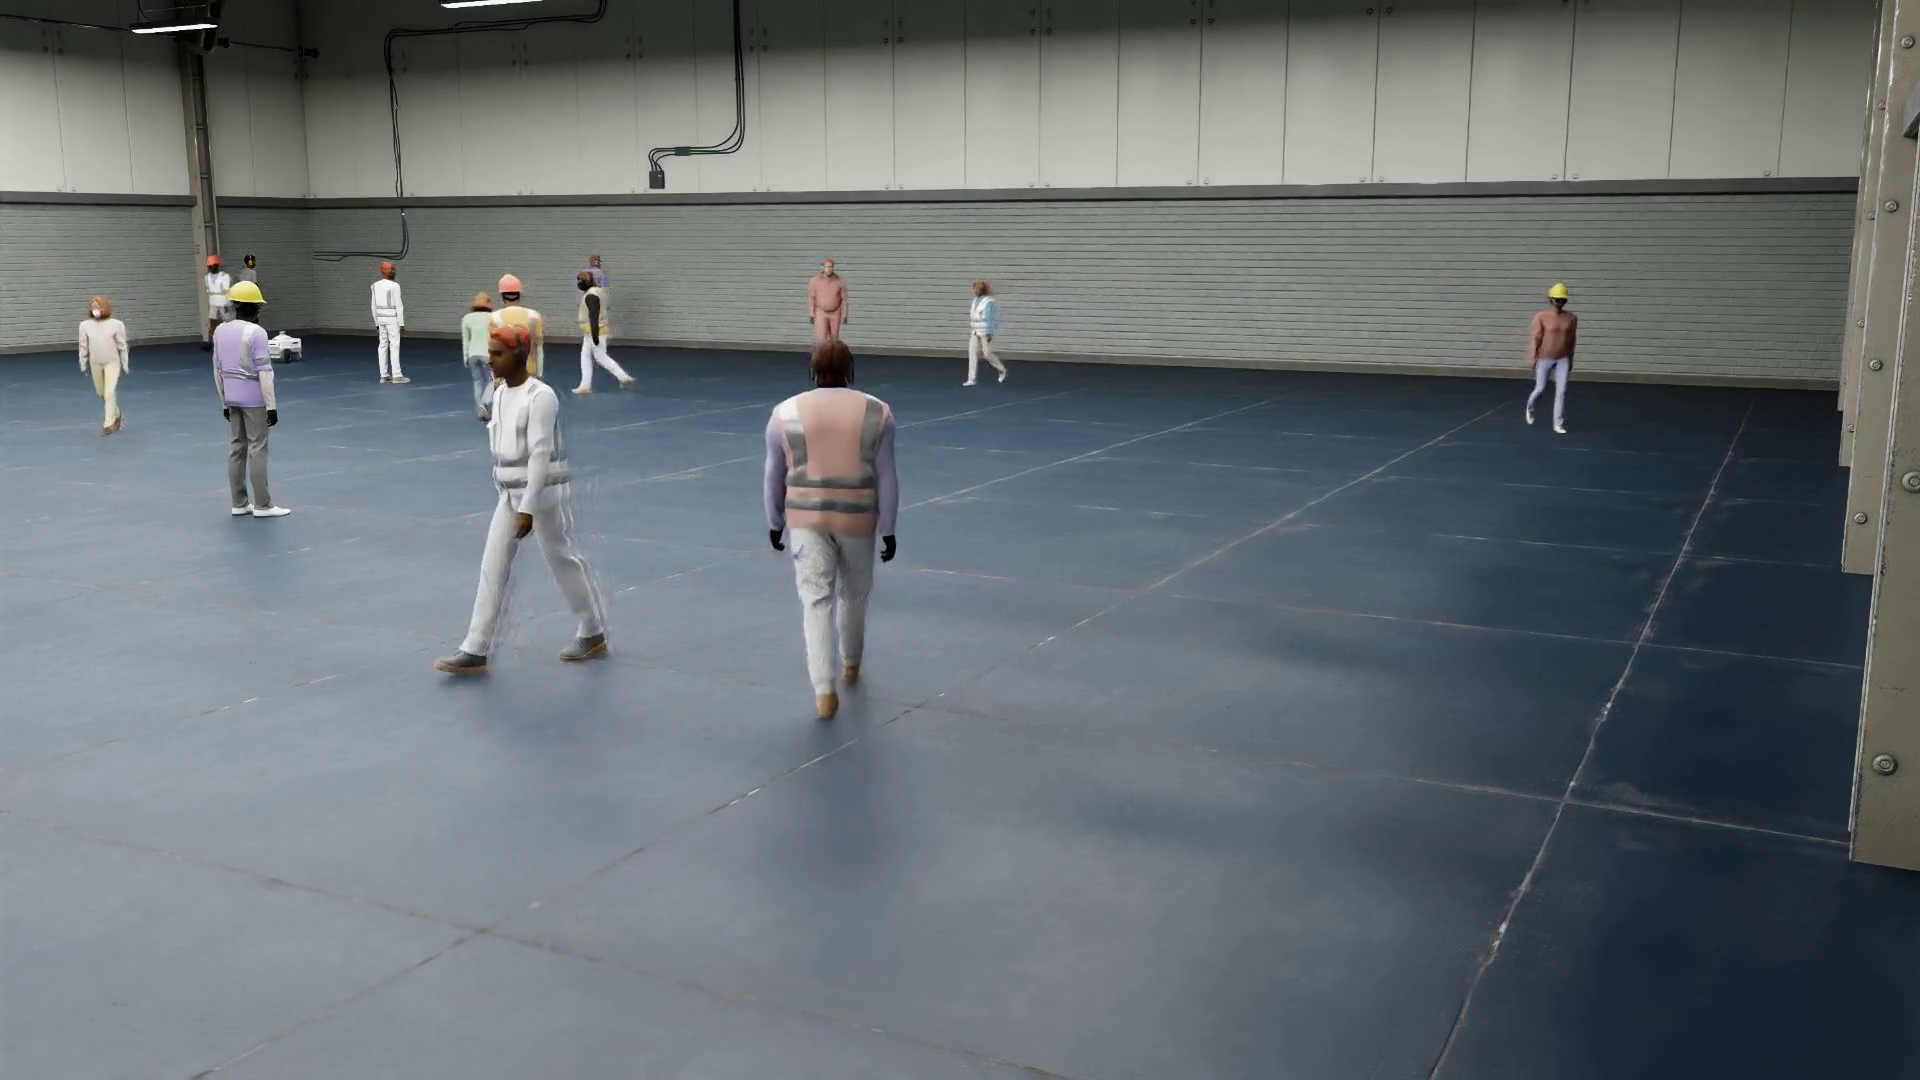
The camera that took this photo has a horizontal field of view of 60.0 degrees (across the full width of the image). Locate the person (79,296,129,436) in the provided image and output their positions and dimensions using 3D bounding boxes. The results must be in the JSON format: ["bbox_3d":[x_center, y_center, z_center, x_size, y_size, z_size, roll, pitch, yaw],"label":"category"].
[{"bbox_3d":[-9.913,-2.034,19.320,0.512,1.610,0.751,-1,10,-5],"label":"person"}]

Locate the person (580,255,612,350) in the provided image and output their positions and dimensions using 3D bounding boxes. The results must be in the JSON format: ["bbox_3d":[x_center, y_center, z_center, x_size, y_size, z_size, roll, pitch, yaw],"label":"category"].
[{"bbox_3d":[-7.326,-4.782,33.495,0.652,1.904,0.402,5,12,27],"label":"person"}]

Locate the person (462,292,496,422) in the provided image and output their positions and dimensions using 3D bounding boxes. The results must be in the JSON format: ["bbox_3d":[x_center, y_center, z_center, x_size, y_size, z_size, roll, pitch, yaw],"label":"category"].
[{"bbox_3d":[-5.870,-2.233,20.401,0.510,1.611,0.515,1,10,3],"label":"person"}]

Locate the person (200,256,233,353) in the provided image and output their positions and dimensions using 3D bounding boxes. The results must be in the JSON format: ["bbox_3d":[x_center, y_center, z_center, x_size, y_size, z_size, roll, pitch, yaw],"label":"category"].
[{"bbox_3d":[-14.593,-4.625,32.669,0.568,1.883,0.980,2,11,9],"label":"person"}]

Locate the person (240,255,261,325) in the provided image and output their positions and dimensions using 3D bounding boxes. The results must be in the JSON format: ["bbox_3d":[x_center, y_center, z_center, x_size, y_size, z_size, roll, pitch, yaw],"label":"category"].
[{"bbox_3d":[-15.455,-5.270,36.263,0.535,1.864,0.312,5,12,27],"label":"person"}]

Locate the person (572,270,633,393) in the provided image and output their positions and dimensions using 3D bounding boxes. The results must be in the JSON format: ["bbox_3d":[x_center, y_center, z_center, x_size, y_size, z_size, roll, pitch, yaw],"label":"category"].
[{"bbox_3d":[-5.241,-3.032,24.267,0.827,1.801,0.662,-3,11,-17],"label":"person"}]

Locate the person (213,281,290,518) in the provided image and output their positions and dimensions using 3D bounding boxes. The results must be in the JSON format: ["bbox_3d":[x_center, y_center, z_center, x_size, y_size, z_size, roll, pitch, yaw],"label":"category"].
[{"bbox_3d":[-5.799,-1.143,13.587,0.594,1.924,0.383,5,12,27],"label":"person"}]

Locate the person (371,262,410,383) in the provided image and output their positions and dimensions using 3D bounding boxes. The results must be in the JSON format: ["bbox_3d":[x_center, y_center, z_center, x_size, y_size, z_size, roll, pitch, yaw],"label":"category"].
[{"bbox_3d":[-8.893,-3.383,25.920,0.585,1.881,0.337,5,12,27],"label":"person"}]

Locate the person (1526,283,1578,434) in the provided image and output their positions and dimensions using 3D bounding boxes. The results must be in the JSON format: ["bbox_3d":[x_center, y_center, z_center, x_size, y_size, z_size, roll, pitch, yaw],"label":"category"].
[{"bbox_3d":[6.954,-2.144,19.560,0.531,1.748,0.704,0,10,-2],"label":"person"}]

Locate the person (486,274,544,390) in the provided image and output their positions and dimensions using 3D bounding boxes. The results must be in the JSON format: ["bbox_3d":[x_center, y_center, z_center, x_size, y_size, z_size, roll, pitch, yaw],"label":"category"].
[{"bbox_3d":[-4.404,-1.677,16.546,0.550,1.916,0.733,-4,11,-19],"label":"person"}]

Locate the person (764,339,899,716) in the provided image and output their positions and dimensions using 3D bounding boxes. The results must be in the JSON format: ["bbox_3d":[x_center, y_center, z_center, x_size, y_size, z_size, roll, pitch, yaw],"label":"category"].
[{"bbox_3d":[-0.638,-0.093,8.232,0.652,1.789,0.947,-1,10,-5],"label":"person"}]

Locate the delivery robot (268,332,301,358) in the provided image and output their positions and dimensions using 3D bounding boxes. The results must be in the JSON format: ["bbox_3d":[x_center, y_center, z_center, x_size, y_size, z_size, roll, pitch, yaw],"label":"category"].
[{"bbox_3d":[-12.235,-3.524,30.057,0.477,0.478,0.707,2,11,11],"label":"delivery robot"}]

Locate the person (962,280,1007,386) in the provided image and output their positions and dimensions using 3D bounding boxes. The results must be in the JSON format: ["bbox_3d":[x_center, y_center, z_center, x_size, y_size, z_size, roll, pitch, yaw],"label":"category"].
[{"bbox_3d":[0.378,-3.172,25.501,0.732,1.612,0.526,-8,13,-37],"label":"person"}]

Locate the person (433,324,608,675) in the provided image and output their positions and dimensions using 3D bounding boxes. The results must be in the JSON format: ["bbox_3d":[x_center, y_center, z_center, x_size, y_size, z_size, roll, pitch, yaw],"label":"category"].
[{"bbox_3d":[-2.299,-0.211,8.770,0.590,1.840,0.980,10,14,44],"label":"person"}]

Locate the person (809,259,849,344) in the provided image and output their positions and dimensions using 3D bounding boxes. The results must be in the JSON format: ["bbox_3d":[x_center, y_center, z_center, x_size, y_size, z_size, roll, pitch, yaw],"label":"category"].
[{"bbox_3d":[-2.238,-3.869,28.555,0.673,1.881,0.785,-2,11,-10],"label":"person"}]
